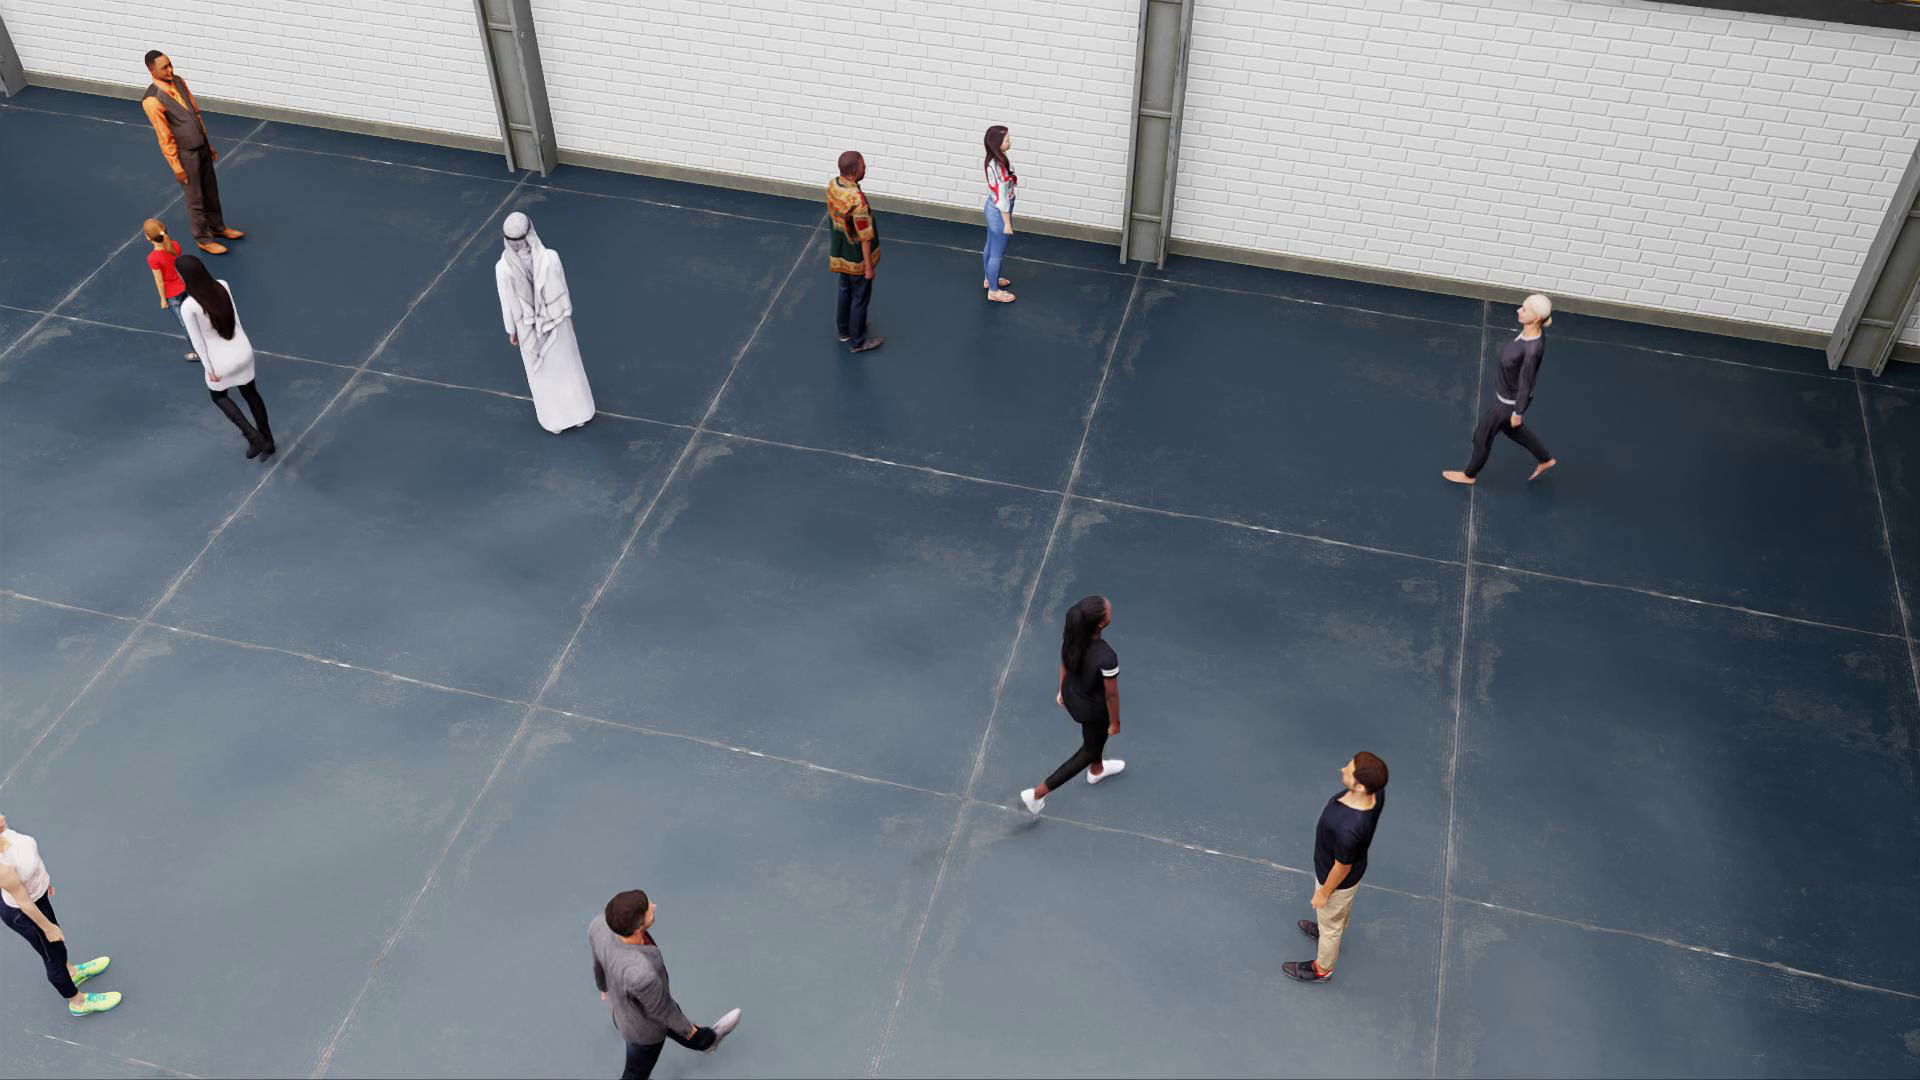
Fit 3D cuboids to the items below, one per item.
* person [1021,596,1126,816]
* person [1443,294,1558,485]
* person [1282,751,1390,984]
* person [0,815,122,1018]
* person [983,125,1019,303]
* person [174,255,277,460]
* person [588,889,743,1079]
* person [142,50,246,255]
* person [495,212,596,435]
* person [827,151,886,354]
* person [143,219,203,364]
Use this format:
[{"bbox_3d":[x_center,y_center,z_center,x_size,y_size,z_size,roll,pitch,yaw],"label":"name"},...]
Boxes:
[{"bbox_3d":[0.708,1.025,10.012,1.106,1.707,1.046,-22,48,-21],"label":"person"},{"bbox_3d":[4.150,-1.059,12.205,1.010,1.699,0.622,11,45,11],"label":"person"},{"bbox_3d":[2.091,1.786,9.102,0.586,1.859,0.675,19,47,18],"label":"person"},{"bbox_3d":[-5.044,1.984,9.009,0.735,1.703,0.666,-24,49,-23],"label":"person"},{"bbox_3d":[0.322,-2.776,14.069,0.638,1.614,0.657,-5,44,-5],"label":"person"},{"bbox_3d":[-5.400,-1.329,12.416,0.735,1.799,0.707,23,48,22],"label":"person"},{"bbox_3d":[-1.683,2.443,8.438,1.174,1.826,1.173,-28,50,-26],"label":"person"},{"bbox_3d":[-6.753,-3.399,14.509,0.613,1.909,0.693,7,44,7],"label":"person"},{"bbox_3d":[-3.173,-1.632,12.641,0.796,1.927,0.884,-15,46,-15],"label":"person"},{"bbox_3d":[-0.867,-2.327,13.459,0.853,1.805,0.802,-19,47,-19],"label":"person"},{"bbox_3d":[-6.347,-2.030,13.507,0.527,1.310,0.525,19,47,19],"label":"person"}]
